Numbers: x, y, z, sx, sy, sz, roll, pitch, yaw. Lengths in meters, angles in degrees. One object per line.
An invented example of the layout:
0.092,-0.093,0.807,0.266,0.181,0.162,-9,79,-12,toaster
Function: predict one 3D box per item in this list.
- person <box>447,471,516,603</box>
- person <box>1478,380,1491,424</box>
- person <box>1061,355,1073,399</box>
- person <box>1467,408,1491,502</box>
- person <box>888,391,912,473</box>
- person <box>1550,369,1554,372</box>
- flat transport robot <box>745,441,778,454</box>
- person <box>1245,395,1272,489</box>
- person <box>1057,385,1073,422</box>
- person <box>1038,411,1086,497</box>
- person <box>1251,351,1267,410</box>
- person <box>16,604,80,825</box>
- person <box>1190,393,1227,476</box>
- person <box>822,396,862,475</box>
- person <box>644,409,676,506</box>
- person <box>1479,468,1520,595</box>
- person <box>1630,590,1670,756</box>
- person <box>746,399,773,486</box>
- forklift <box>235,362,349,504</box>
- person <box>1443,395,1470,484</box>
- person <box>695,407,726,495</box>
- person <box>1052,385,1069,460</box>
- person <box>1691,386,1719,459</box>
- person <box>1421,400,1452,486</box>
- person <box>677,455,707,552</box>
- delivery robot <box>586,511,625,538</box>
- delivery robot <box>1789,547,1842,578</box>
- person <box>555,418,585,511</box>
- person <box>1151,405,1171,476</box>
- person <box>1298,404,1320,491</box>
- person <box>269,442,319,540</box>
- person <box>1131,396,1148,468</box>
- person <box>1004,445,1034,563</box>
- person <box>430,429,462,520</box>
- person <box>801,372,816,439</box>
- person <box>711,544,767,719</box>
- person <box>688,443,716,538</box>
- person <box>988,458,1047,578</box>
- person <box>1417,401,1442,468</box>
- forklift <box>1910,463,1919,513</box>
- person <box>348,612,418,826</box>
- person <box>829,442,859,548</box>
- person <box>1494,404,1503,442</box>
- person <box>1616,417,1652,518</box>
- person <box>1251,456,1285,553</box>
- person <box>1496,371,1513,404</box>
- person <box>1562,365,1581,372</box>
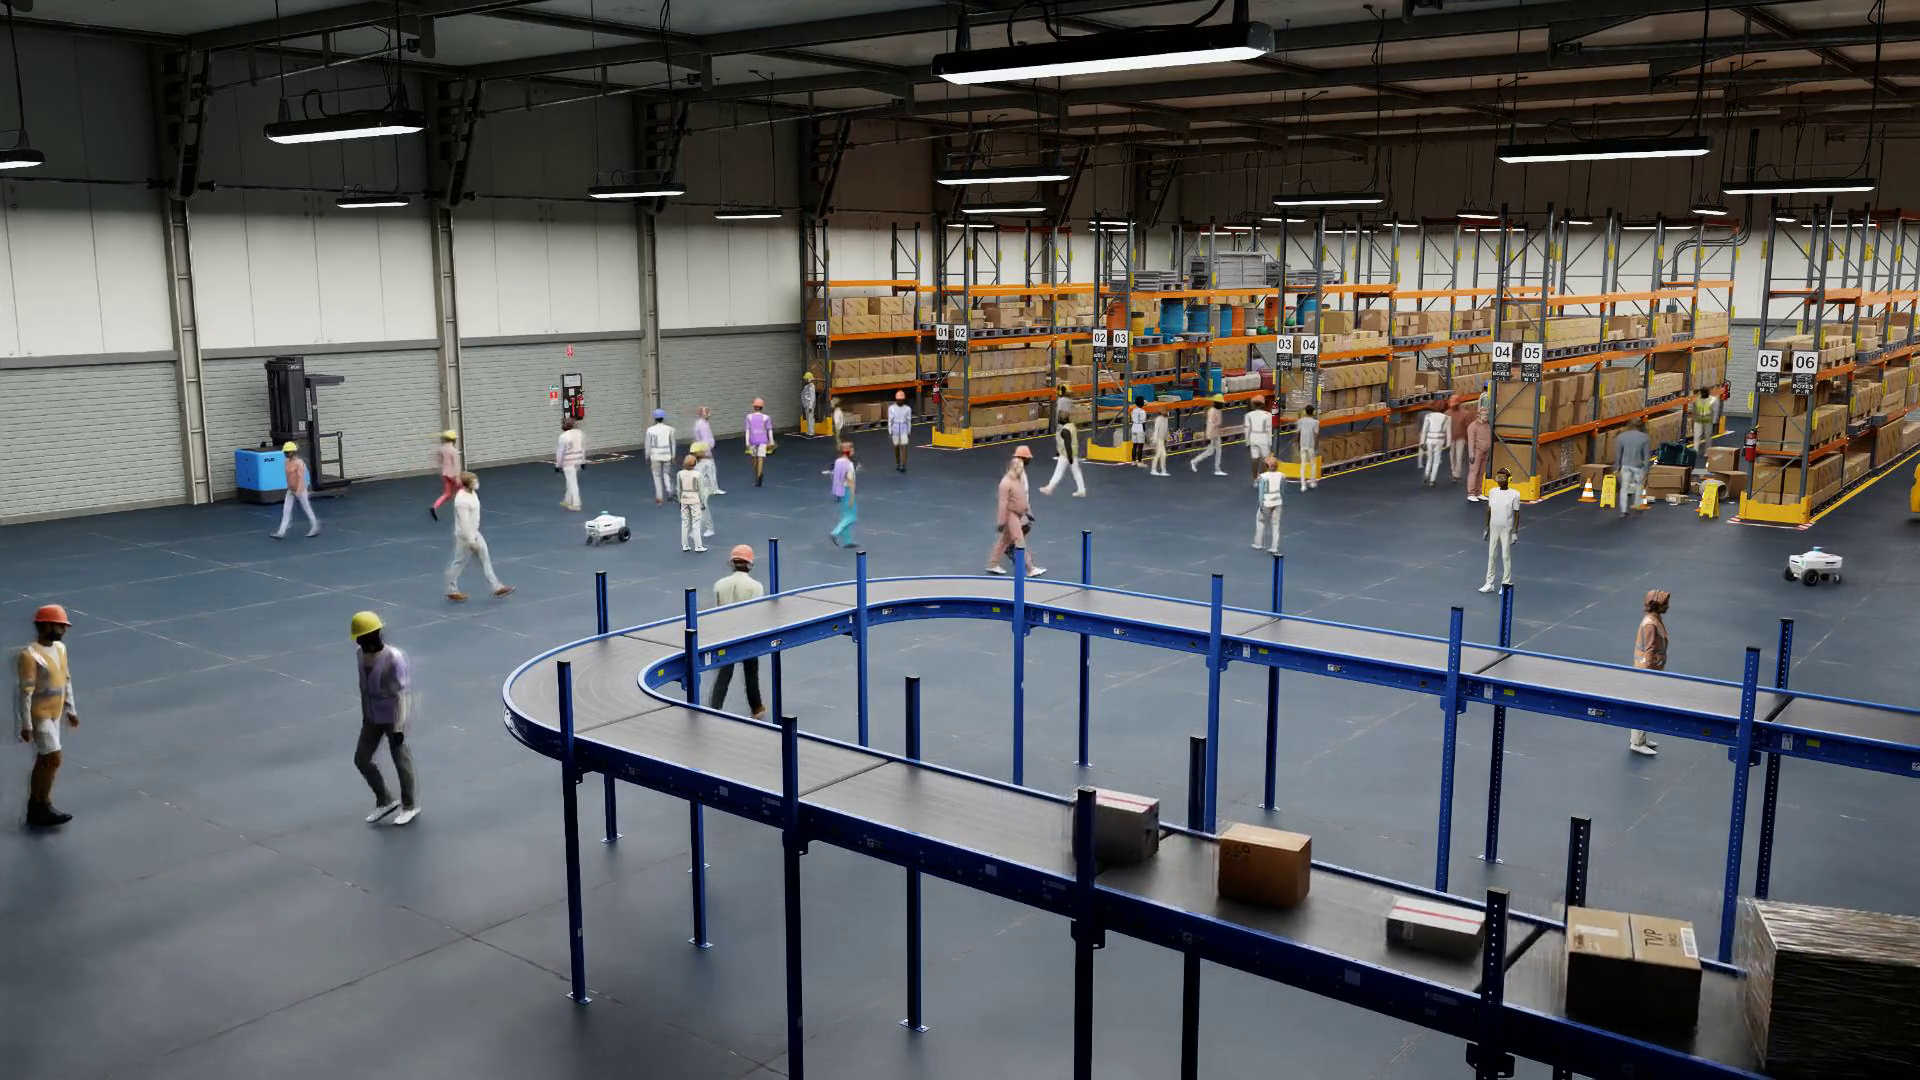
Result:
-6.926,-0.037,22.361,1.016,1.883,0.659,0,10,2,person
13.083,-3.016,38.960,0.384,1.948,0.605,1,10,8,person
3.509,-4.931,49.791,0.993,1.917,0.624,-9,14,-41,person
10.613,-1.745,31.921,0.646,1.908,0.408,-8,13,-39,person
-1.399,-2.523,36.378,0.546,1.888,1.013,0,10,-1,person
19.589,-5.284,52.047,0.586,1.833,0.403,-5,11,-26,person
-5.108,-2.396,40.306,0.652,0.197,1.431,0,10,1,flat transport robot
6.449,-2.112,33.679,0.639,2.013,0.588,6,12,29,person
2.633,-2.988,39.193,0.415,1.815,0.634,6,12,29,person
2.154,-1.780,32.455,1.008,1.777,0.632,3,11,19,person
9.915,-5.305,51.927,0.639,1.907,0.815,6,12,31,person
-7.935,1.515,13.598,0.521,1.897,0.586,-1,10,-5,person
5.725,-2.424,35.799,0.773,1.900,0.596,6,12,30,person
-2.713,-2.391,35.852,0.848,1.815,0.509,-1,10,-6,person
-6.029,-1.662,31.402,0.612,1.931,0.438,-8,13,-36,person
7.938,-0.135,22.958,0.518,1.873,0.328,10,14,43,person
6.857,1.297,15.550,0.311,1.638,0.523,5,11,25,person
-4.396,-2.157,34.320,0.568,1.883,1.013,1,10,4,person
-13.803,-2.244,32.110,1.129,2.768,1.873,8,13,37,forklift
10.878,-2.209,34.414,0.618,1.939,0.998,6,12,31,person
-5.402,-1.849,32.624,0.908,1.873,0.638,-2,10,-8,person
2.548,-2.887,38.498,0.540,1.854,0.518,6,12,31,person
18.524,-2.941,38.942,0.617,1.809,0.932,7,12,33,person
10.388,-2.112,34.140,0.599,1.844,0.544,6,12,32,person
-4.512,-0.614,26.288,0.523,1.645,0.306,4,11,22,person
-6.161,-0.256,27.197,0.477,0.478,0.707,6,12,31,delivery robot
13.014,0.350,23.790,0.707,0.478,0.477,-2,10,-9,delivery robot
-7.763,-1.500,30.784,0.783,1.815,0.661,5,11,25,person
4.648,-2.256,35.605,0.688,1.602,0.525,6,12,32,person
7.498,-2.000,33.582,0.506,1.832,0.891,5,11,27,person
-11.707,-0.865,27.475,0.545,1.711,0.898,6,12,31,person
4.261,-2.573,37.166,0.318,1.700,0.535,-5,11,-26,person
0.984,-0.569,25.243,0.409,1.920,0.564,2,10,11,person
-9.601,-1.203,29.345,0.522,1.745,0.664,7,12,33,person
-4.189,-3.719,43.228,0.404,1.837,0.590,-3,11,-19,person
-2.365,1.026,16.358,0.621,1.912,1.097,4,11,20,person
-4.615,-0.861,27.545,0.484,1.691,0.927,6,12,30,person
0.867,-0.346,24.246,1.031,1.846,0.631,3,11,18,person
11.131,-2.510,37.106,0.507,1.593,0.840,10,14,43,person
19.034,-1.348,28.998,2.313,2.155,1.214,8,13,37,forklift
-4.981,1.535,13.498,0.663,1.891,0.550,6,12,31,person
-1.985,-0.752,26.581,0.540,1.824,0.566,-6,12,-32,person
12.464,-2.456,35.888,0.596,1.916,0.373,7,12,34,person
12.954,-1.408,30.025,0.657,1.907,0.858,8,13,39,person
5.178,-0.608,26.316,0.540,1.611,0.714,-3,11,-18,person
14.660,-3.607,42.119,0.640,1.997,1.018,9,13,40,person
19.641,-5.013,50.058,0.538,2.000,0.690,-3,11,-18,person
